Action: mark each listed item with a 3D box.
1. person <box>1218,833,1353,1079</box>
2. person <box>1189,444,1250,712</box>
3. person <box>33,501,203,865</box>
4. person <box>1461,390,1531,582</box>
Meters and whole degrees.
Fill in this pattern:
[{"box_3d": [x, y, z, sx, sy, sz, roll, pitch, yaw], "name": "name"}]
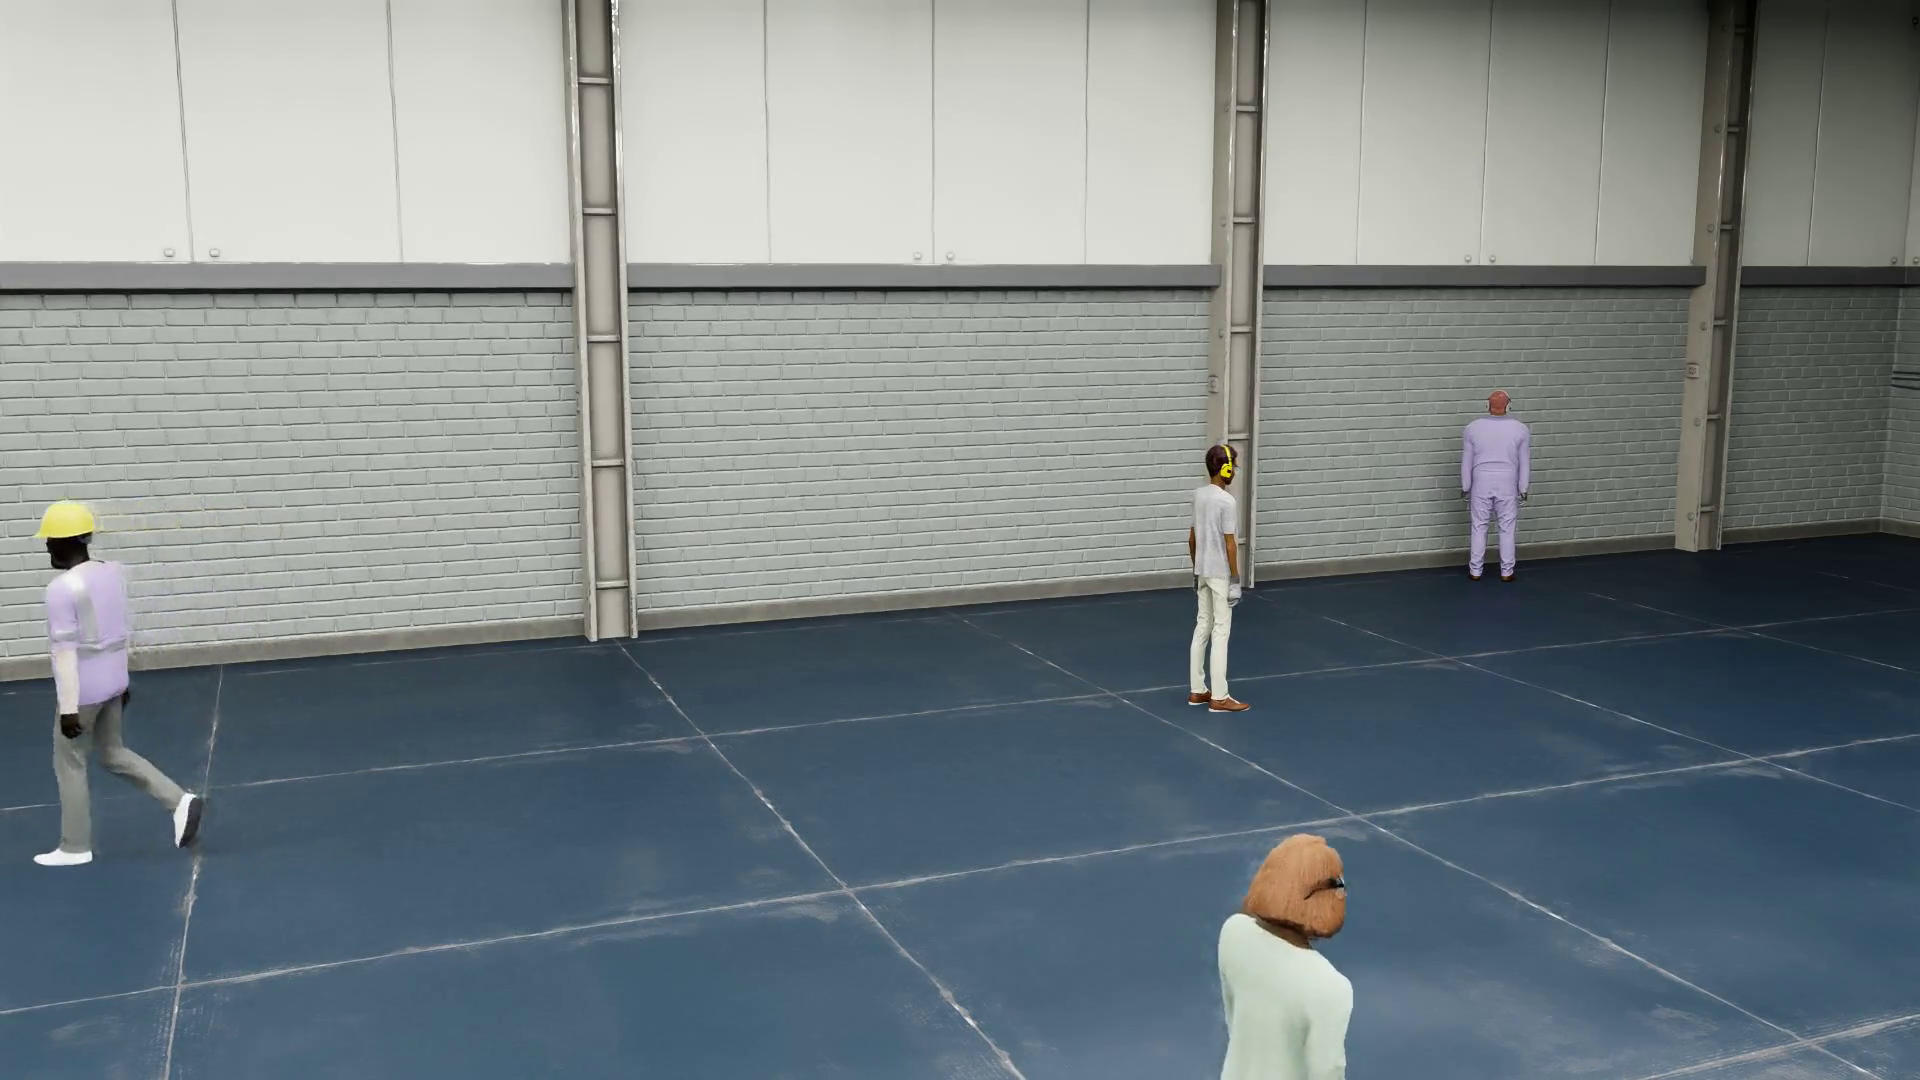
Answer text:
[{"box_3d": [0.830, 1.546, 4.411, 0.841, 1.593, 0.511, -6, 11, -34], "name": "person"}, {"box_3d": [1.798, 0.267, 11.614, 0.329, 1.861, 0.514, -5, 10, -27], "name": "person"}, {"box_3d": [-4.380, 0.740, 8.527, 0.750, 1.906, 0.591, 0, 9, 2], "name": "person"}, {"box_3d": [5.299, -0.533, 16.481, 0.653, 1.906, 0.405, 3, 10, 18], "name": "person"}]
